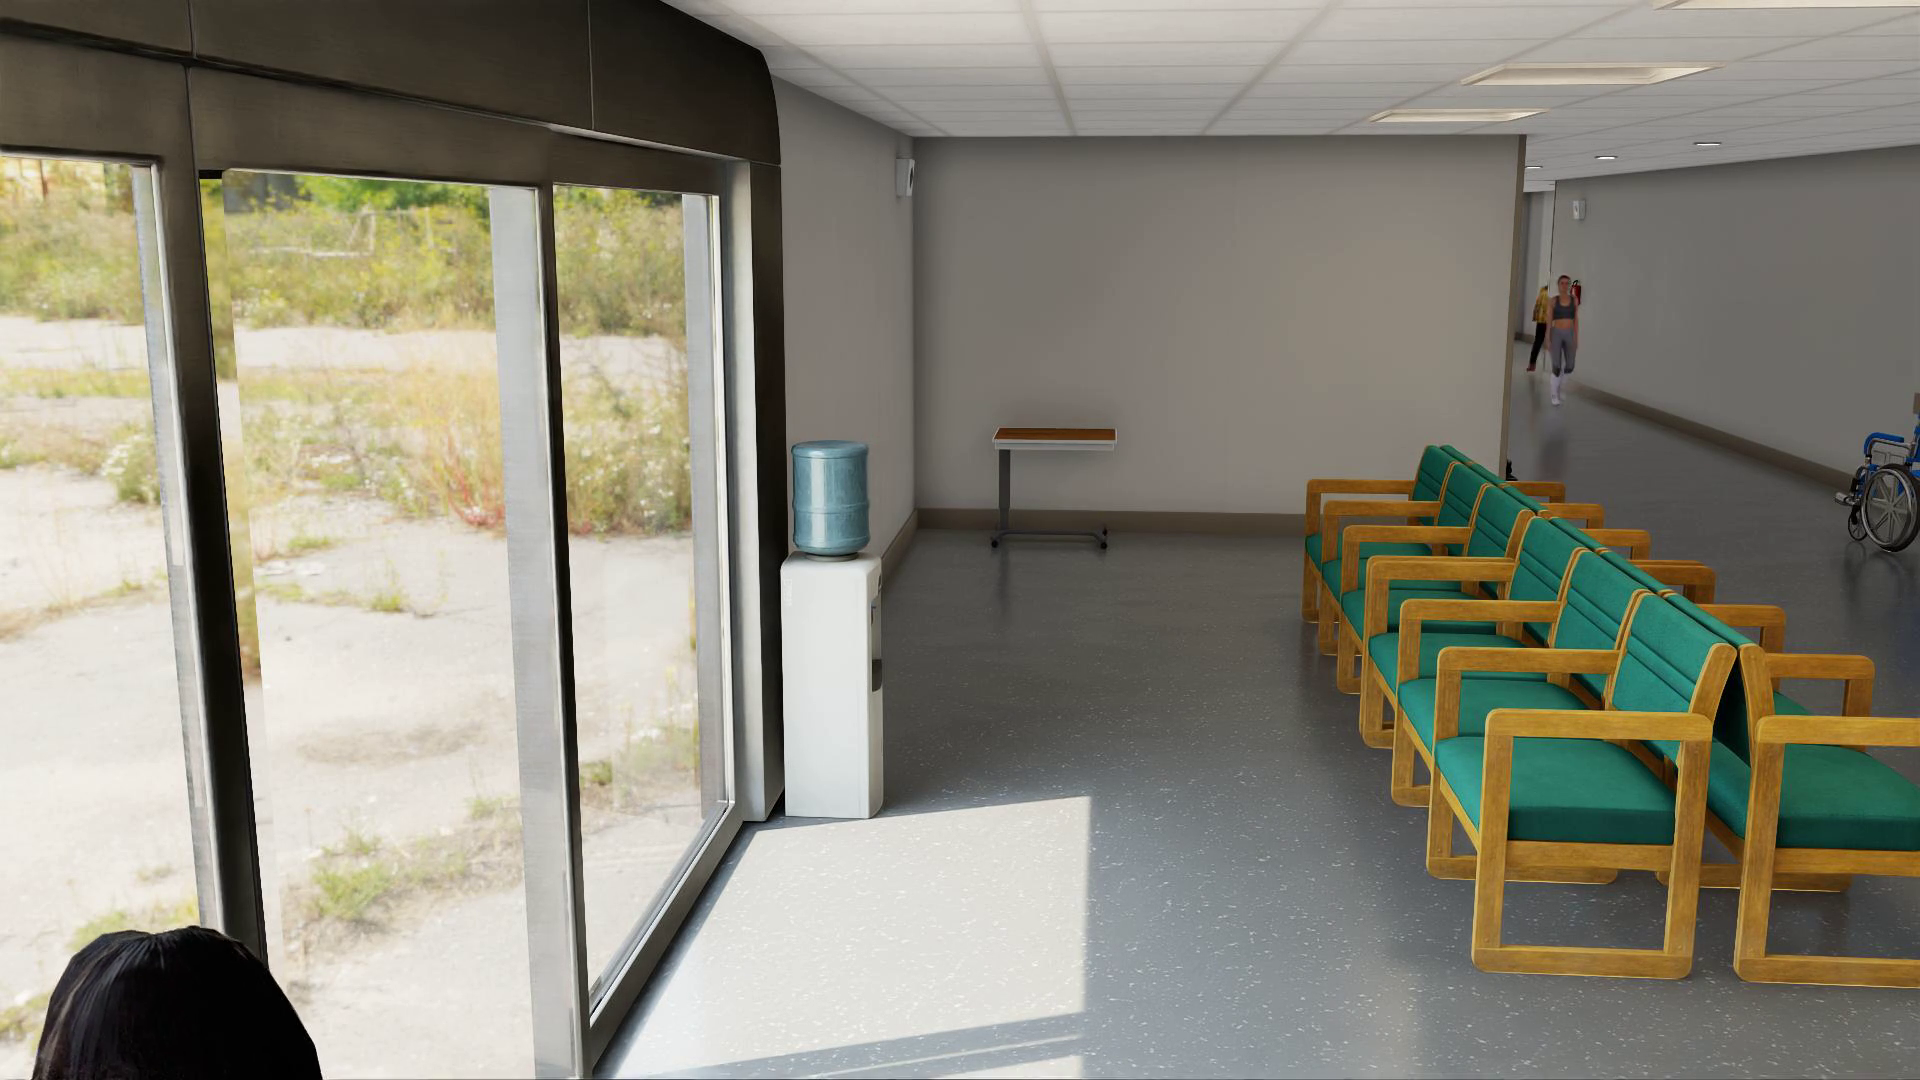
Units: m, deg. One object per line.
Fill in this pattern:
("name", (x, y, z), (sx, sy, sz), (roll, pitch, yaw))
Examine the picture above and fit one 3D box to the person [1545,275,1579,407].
("person", (7.834, -2.596, 21.703), (0.557, 1.691, 0.626), (1, 11, 4))
